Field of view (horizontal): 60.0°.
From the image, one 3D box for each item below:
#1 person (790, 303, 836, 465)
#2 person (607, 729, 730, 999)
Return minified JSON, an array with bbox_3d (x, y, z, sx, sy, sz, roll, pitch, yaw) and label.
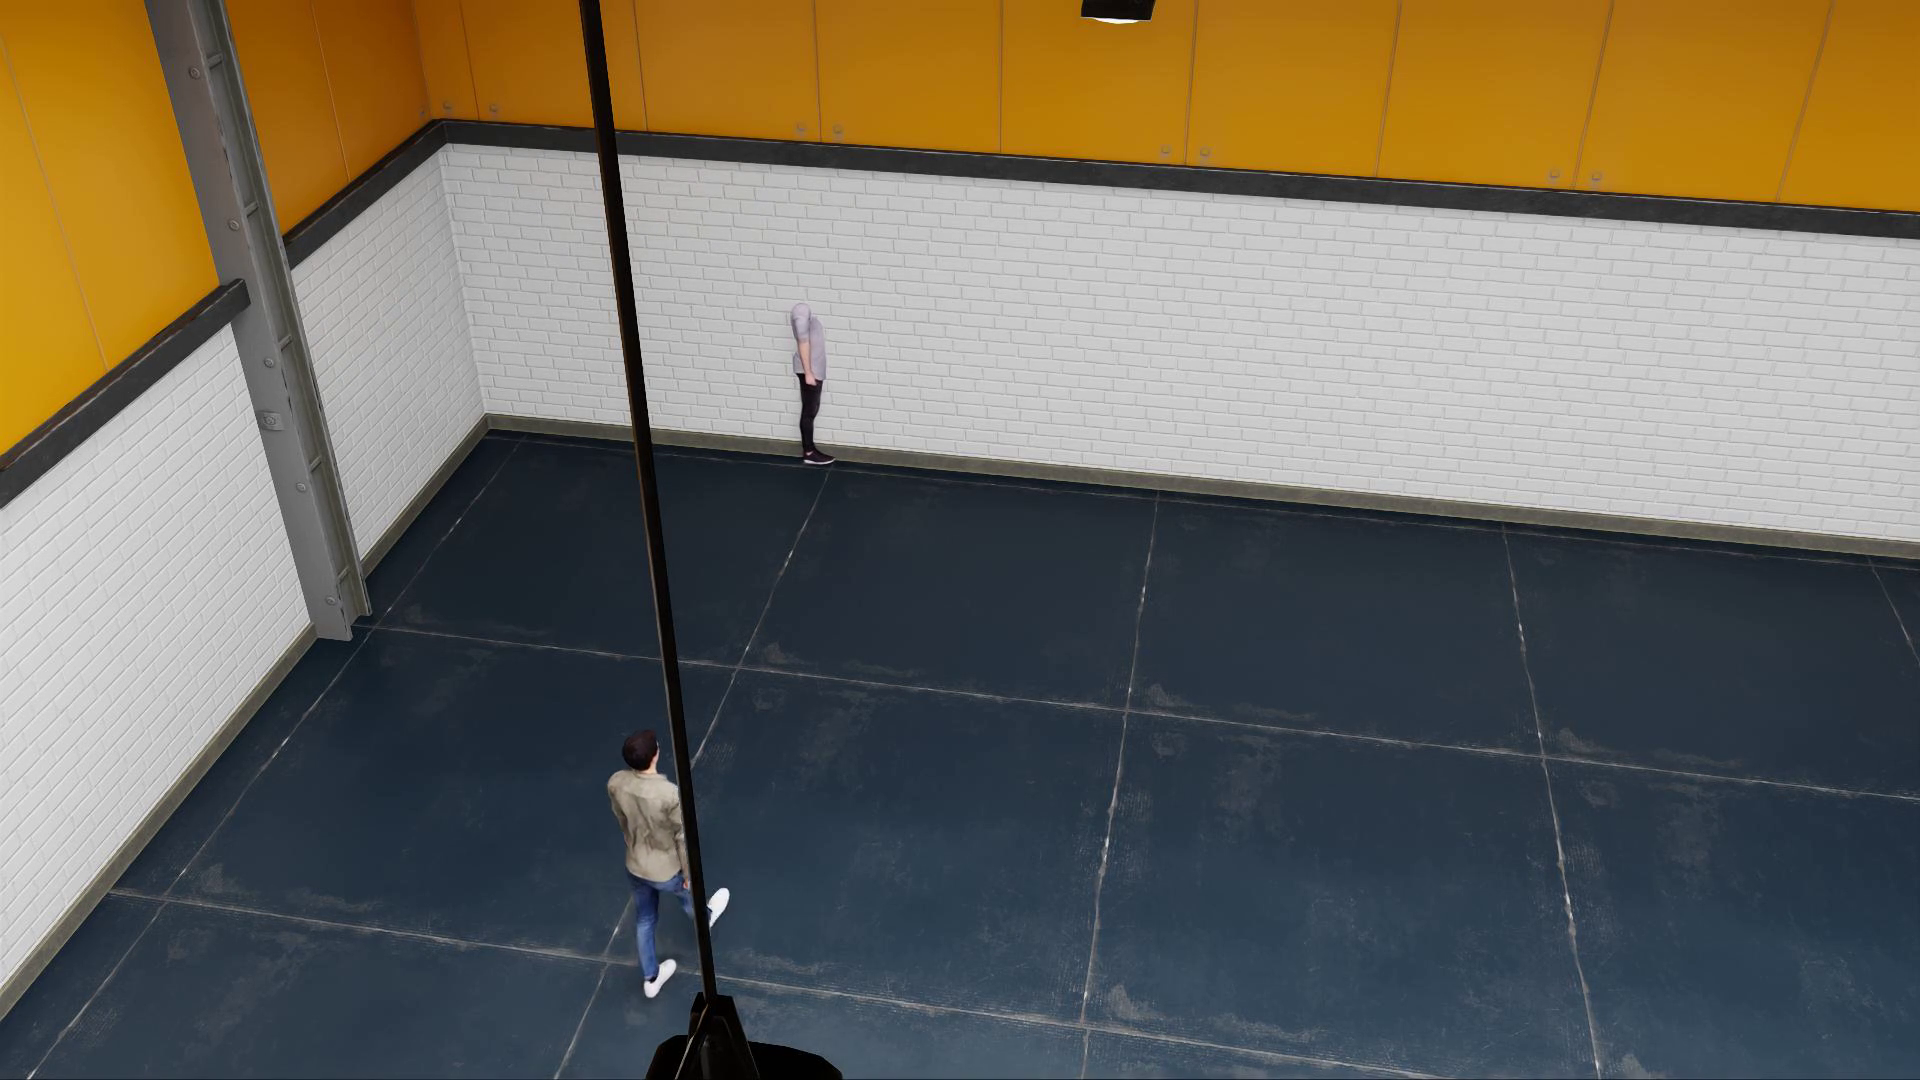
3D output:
[{"bbox_3d":[-1.356,-1.583,15.030,0.752,1.835,0.564,2,34,3],"label":"person"},{"bbox_3d":[-1.821,1.944,9.729,0.850,1.830,1.135,12,35,17],"label":"person"}]
